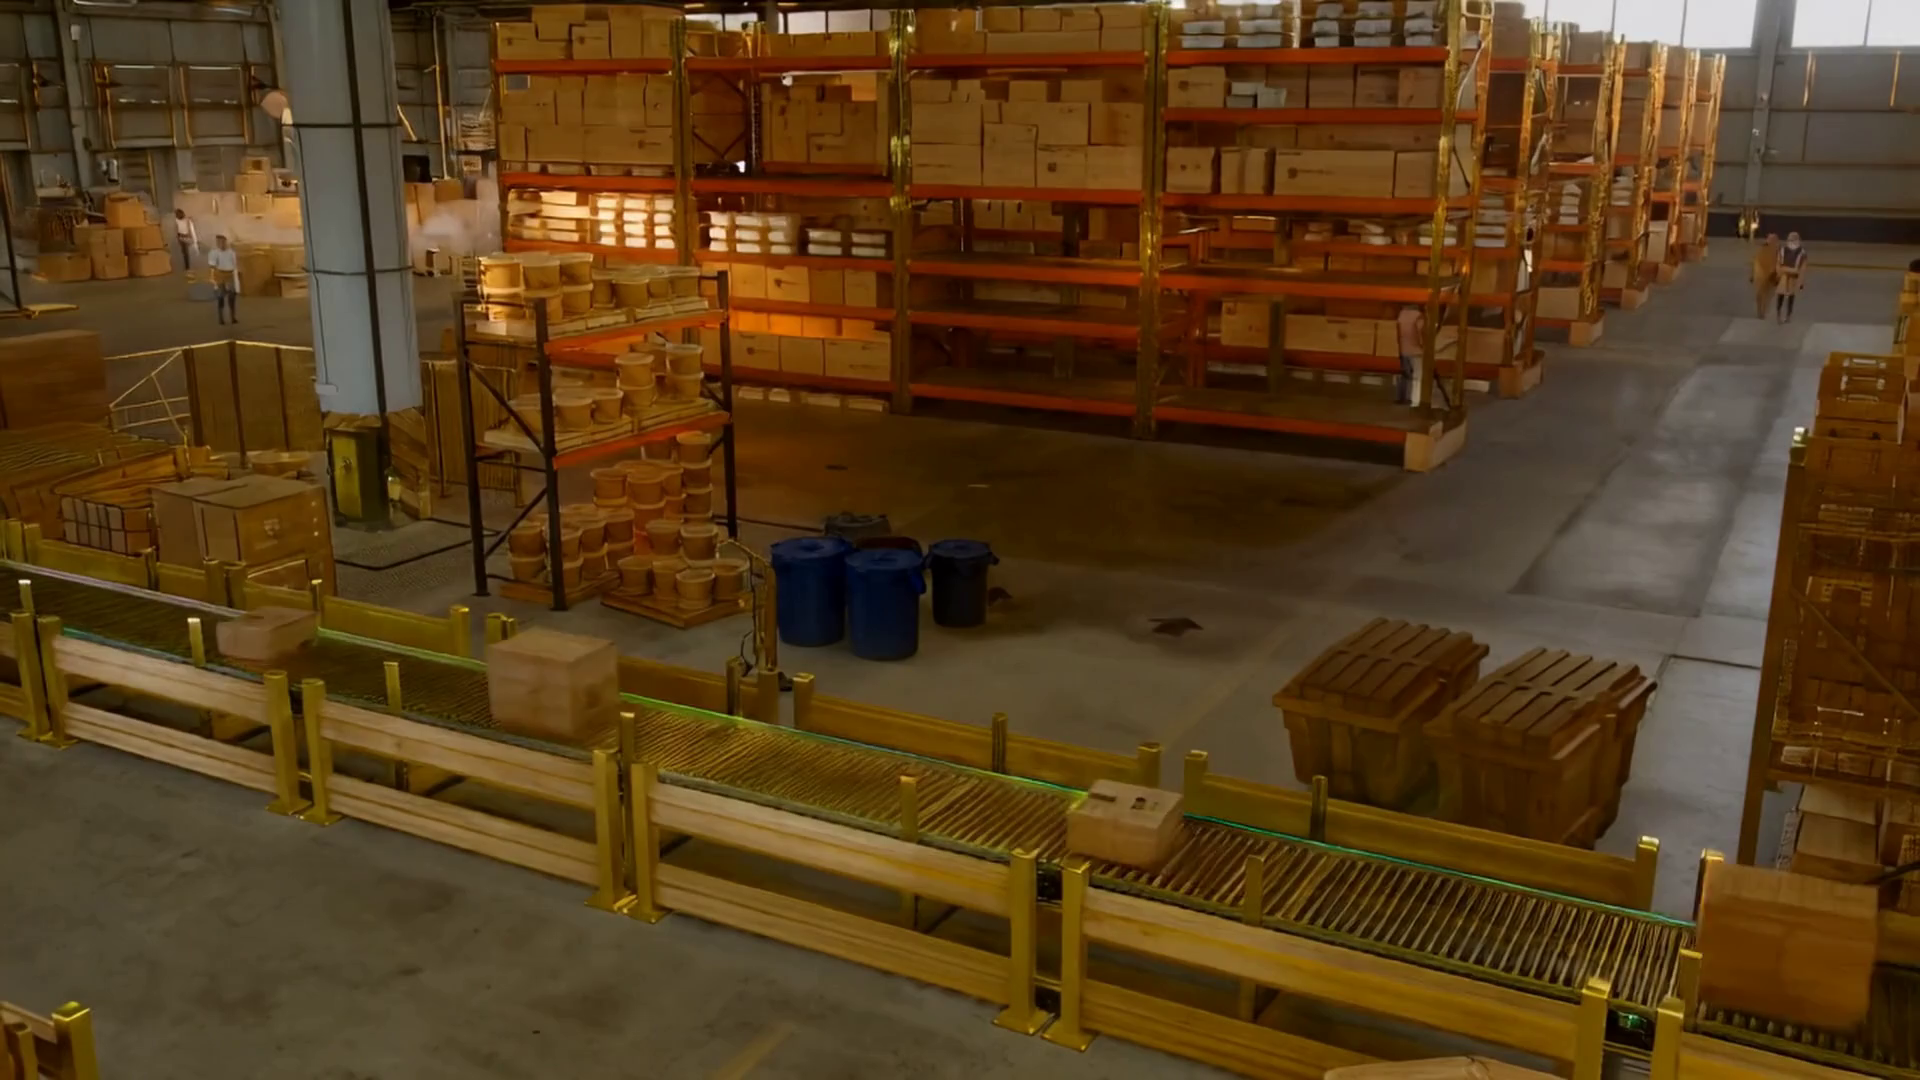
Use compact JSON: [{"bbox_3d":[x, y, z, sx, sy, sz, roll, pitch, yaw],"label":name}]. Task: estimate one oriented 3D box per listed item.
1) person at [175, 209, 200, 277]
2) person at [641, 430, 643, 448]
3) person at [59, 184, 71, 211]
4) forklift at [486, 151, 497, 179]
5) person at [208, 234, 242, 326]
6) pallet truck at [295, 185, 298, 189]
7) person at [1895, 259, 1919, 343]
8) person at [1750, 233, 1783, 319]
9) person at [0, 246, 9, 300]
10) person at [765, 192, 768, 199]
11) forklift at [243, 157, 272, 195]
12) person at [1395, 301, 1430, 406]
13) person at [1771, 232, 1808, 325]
[{"bbox_3d":[-21.302,-8.242,46.064,0.622,1.852,0.861,4,15,14],"label":"person"},{"bbox_3d":[-4.021,-1.542,21.166,0.317,1.696,0.540,0,15,-2],"label":"person"},{"bbox_3d":[-30.833,-11.327,57.513,0.452,1.921,0.579,0,15,1],"label":"person"},{"bbox_3d":[-17.910,-13.610,64.264,1.873,2.768,1.129,1,15,2],"label":"forklift"},{"bbox_3d":[-15.928,-5.640,36.051,0.368,1.966,0.603,13,20,40],"label":"person"},{"bbox_3d":[-26.804,-14.617,69.738,1.885,1.965,0.823,-14,20,-42],"label":"pallet truck"},{"bbox_3d":[19.013,-4.759,33.265,0.320,1.692,0.531,-2,15,-9],"label":"person"},{"bbox_3d":[18.095,-5.933,37.282,0.666,1.890,0.594,13,19,39],"label":"person"},{"bbox_3d":[-23.703,-6.806,40.614,0.972,1.879,0.599,7,16,23],"label":"person"},{"bbox_3d":[-8.057,-14.018,67.599,0.636,1.938,0.355,1,15,2],"label":"person"},{"bbox_3d":[-24.385,-11.930,57.949,1.129,2.768,1.873,7,16,24],"label":"forklift"},{"bbox_3d":[7.143,-2.949,26.192,0.429,1.837,0.621,-10,18,-34],"label":"person"},{"bbox_3d":[17.890,-5.621,35.885,0.613,2.019,0.711,11,18,35],"label":"person"}]
